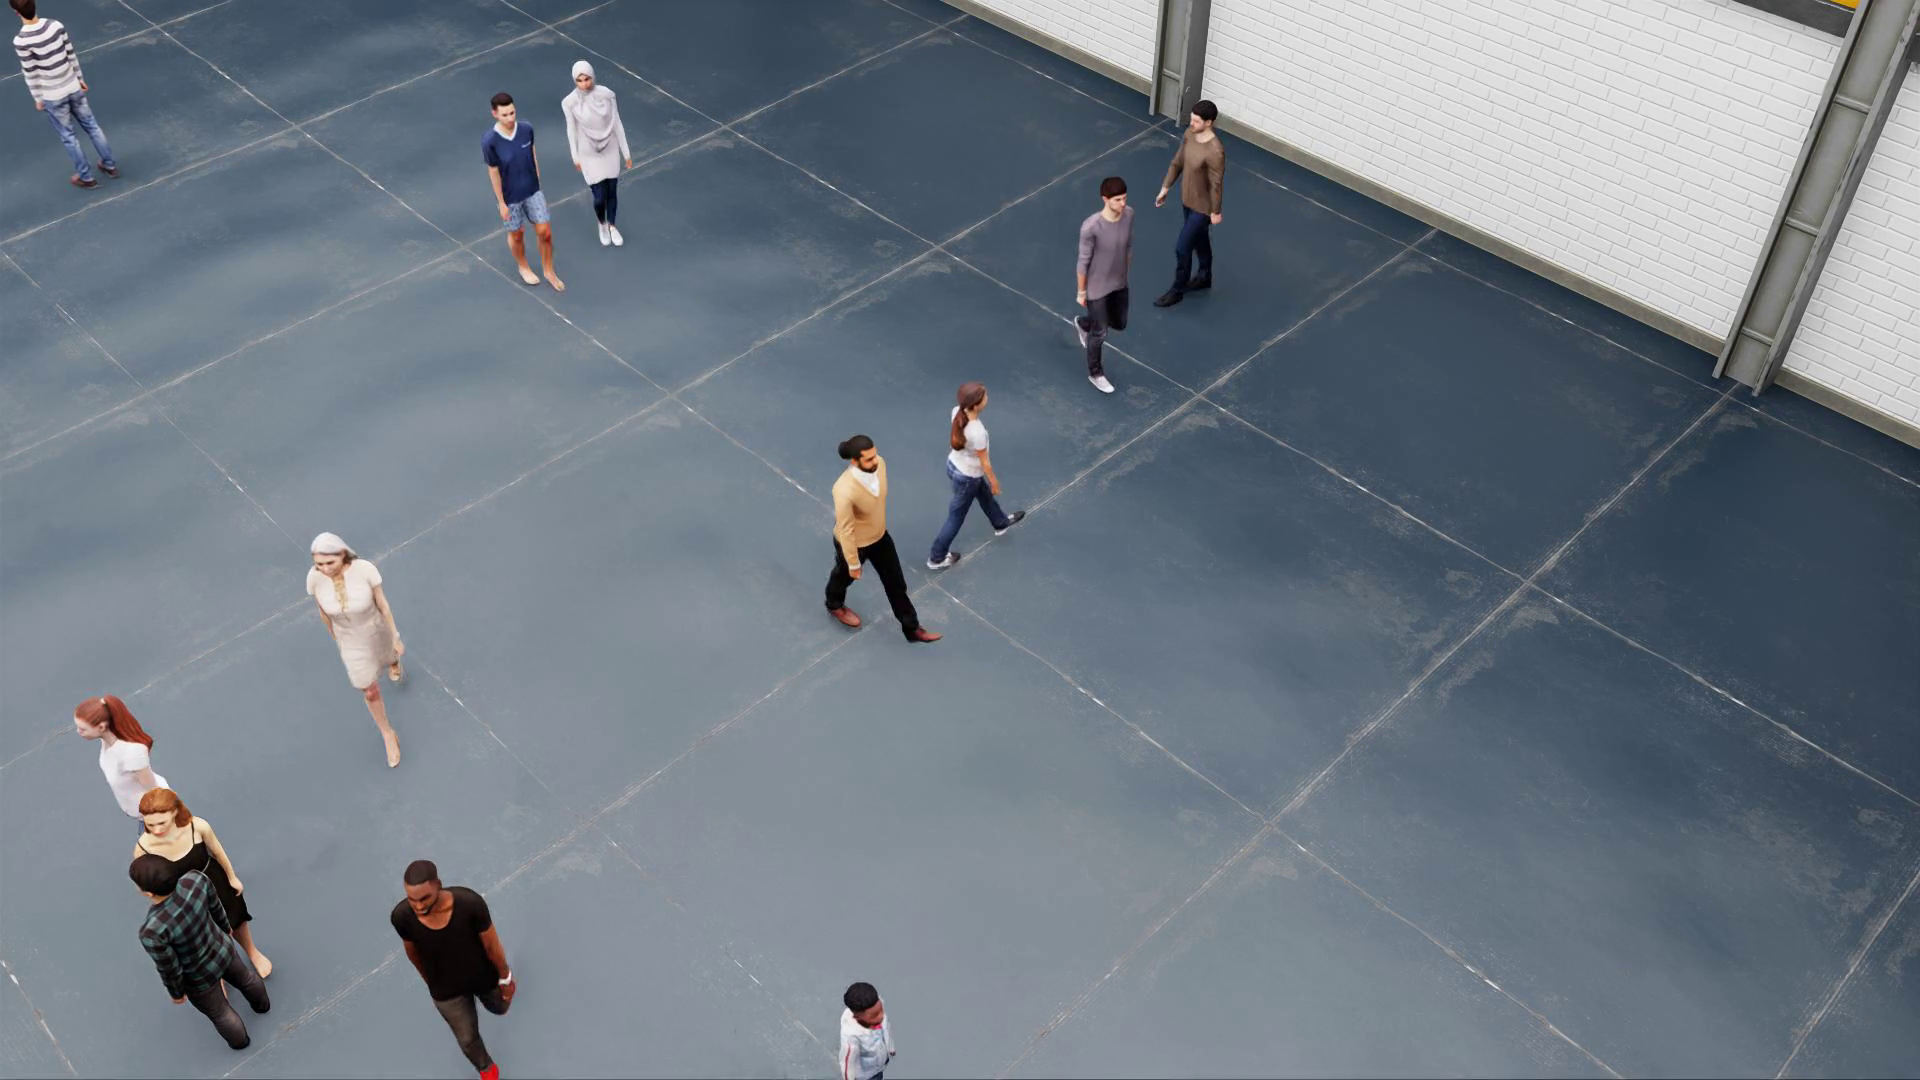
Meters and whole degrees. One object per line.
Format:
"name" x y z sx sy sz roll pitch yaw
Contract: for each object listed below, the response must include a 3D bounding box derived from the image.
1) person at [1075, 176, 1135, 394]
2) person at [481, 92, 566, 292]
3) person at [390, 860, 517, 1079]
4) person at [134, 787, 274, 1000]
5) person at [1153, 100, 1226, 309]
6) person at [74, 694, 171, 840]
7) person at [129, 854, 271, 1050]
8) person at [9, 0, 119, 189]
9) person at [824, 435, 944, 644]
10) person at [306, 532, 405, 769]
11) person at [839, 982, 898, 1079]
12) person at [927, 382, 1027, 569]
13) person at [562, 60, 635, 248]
"person" 1.074 -2.043 12.960 0.775 1.835 0.954 -26 49 -24
"person" -3.737 -2.951 13.921 0.699 1.825 0.811 -24 49 -23
"person" -2.549 2.160 8.590 0.992 1.778 1.168 -8 44 -9
"person" -4.115 1.888 8.986 0.601 1.626 0.600 -28 50 -26
"person" 2.060 -2.817 13.752 0.920 1.863 0.923 -13 45 -13
"person" -4.459 1.446 9.377 0.682 1.725 0.565 -28 50 -27
"person" -3.999 2.185 8.790 0.709 1.714 0.746 11 45 12
"person" -8.163 -4.082 15.093 0.585 1.845 0.673 26 49 25
"person" -0.703 -0.021 10.929 1.191 1.708 0.805 27 50 25
"person" -3.679 0.550 10.334 0.985 1.703 1.204 -10 45 -11
"person" -0.524 2.620 8.485 0.585 1.256 0.555 20 47 20
"person" -0.011 -0.422 11.489 0.858 1.516 1.061 -18 46 -18
"person" -3.148 -3.373 14.408 0.707 1.763 0.689 -20 47 -20
